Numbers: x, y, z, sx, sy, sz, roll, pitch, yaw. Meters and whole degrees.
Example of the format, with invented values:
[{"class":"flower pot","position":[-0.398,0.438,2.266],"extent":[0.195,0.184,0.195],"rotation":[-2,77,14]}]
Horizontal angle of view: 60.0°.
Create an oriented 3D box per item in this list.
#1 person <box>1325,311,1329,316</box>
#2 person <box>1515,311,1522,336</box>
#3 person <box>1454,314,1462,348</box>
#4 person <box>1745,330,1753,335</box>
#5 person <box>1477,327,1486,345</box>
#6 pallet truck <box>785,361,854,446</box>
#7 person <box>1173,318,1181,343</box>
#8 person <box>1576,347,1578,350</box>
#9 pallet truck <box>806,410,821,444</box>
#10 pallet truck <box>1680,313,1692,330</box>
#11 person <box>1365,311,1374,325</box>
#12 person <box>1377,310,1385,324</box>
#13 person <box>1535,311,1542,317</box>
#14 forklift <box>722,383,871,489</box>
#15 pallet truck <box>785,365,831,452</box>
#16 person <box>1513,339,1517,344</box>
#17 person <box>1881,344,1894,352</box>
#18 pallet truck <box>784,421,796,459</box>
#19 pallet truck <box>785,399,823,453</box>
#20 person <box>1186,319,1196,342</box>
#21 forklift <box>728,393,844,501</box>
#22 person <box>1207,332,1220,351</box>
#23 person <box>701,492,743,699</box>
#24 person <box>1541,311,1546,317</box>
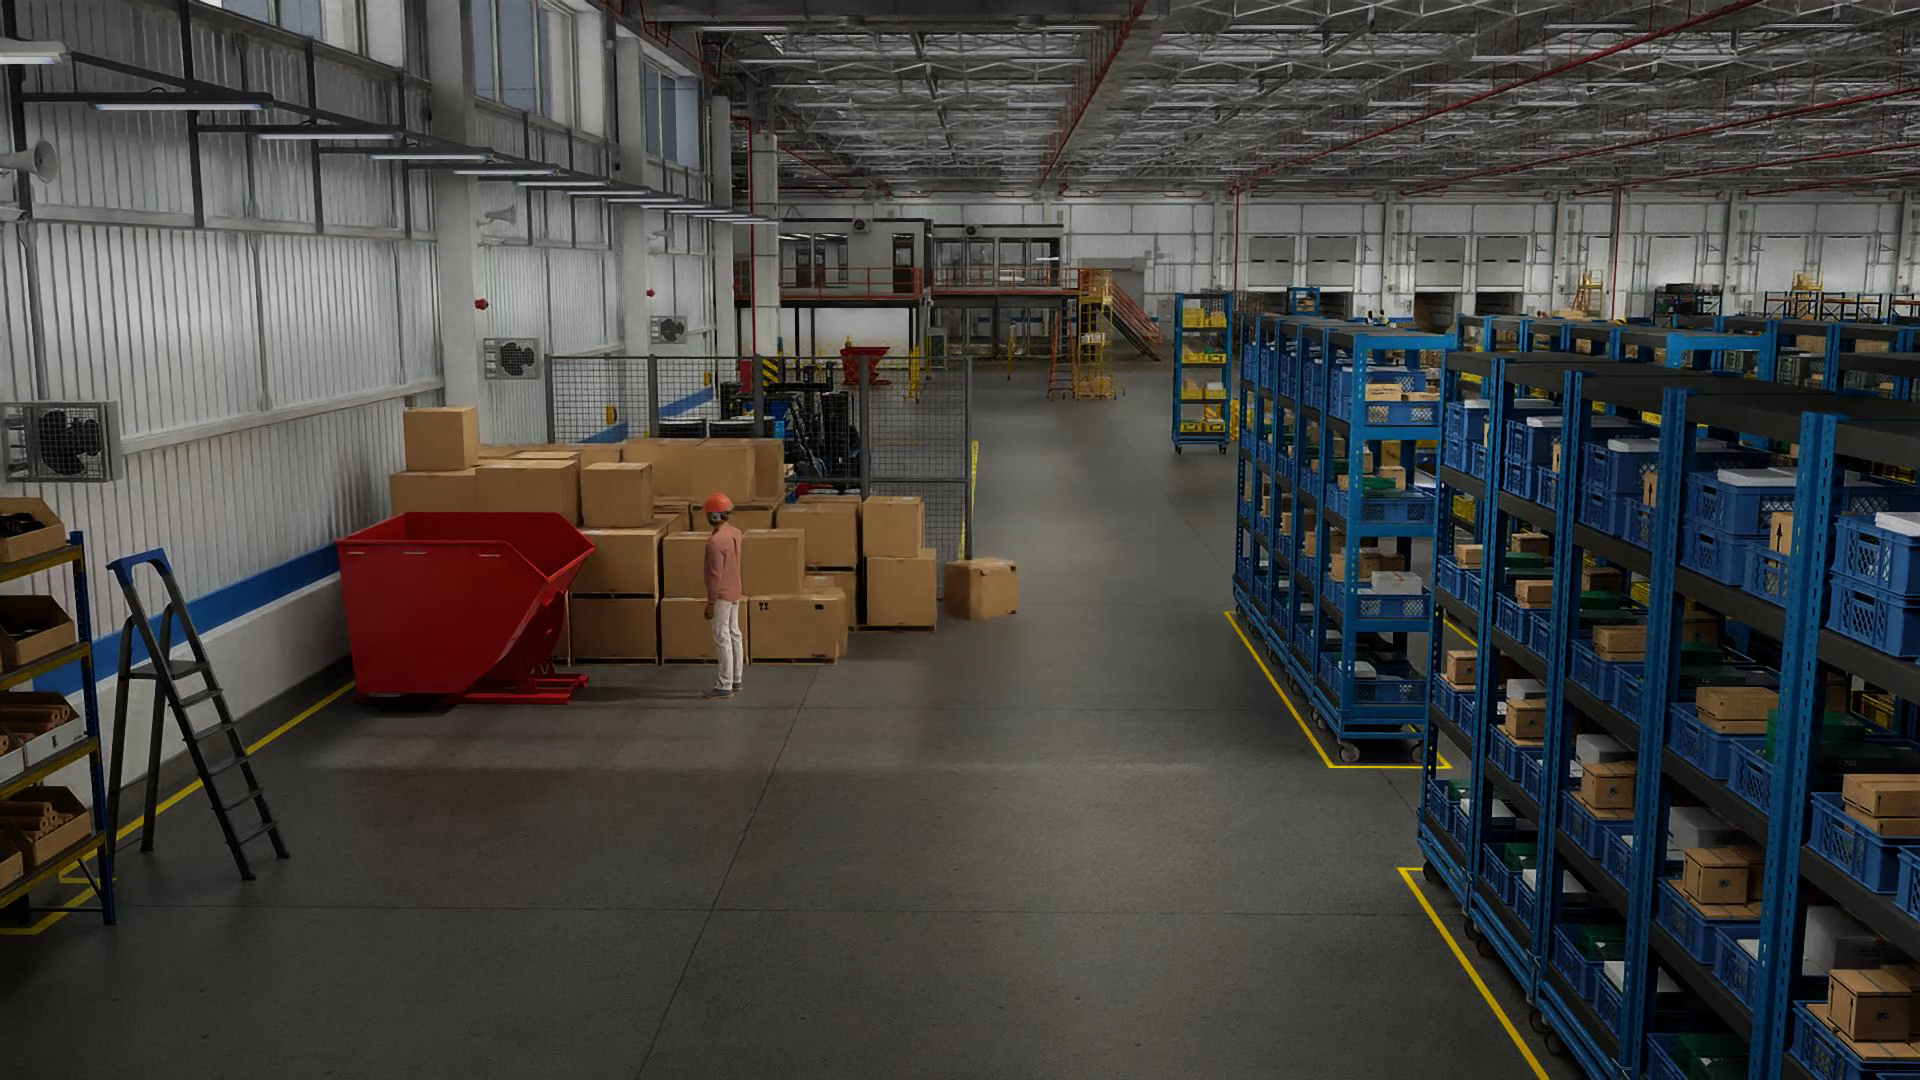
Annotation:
[{"class":"person","position":[20.996,-12.197,95.062],"extent":[0.971,1.819,0.554],"rotation":[4,10,24]},{"class":"person","position":[30.169,-11.370,89.661],"extent":[0.376,1.918,0.584],"rotation":[-6,11,-33]},{"class":"person","position":[25.277,-10.495,84.287],"extent":[0.538,1.912,0.595],"rotation":[-2,9,-9]},{"class":"person","position":[34.635,-8.761,73.187],"extent":[0.536,2.000,0.674],"rotation":[-1,9,-8]},{"class":"person","position":[24.817,-9.584,78.933],"extent":[1.003,1.829,0.604],"rotation":[3,10,16]},{"class":"pallet truck","position":[-3.410,-3.193,38.978],"extent":[1.885,1.965,0.823],"rotation":[0,9,-1]},{"class":"person","position":[10.534,-9.832,80.396],"extent":[0.520,1.844,0.331],"rotation":[-7,11,-36]},{"class":"person","position":[20.645,-5.738,55.922],"extent":[0.513,1.590,0.846],"rotation":[8,12,42]},{"class":"pallet truck","position":[-3.559,-2.018,33.905],"extent":[1.522,1.261,0.704],"rotation":[0,9,-1]},{"class":"pallet truck","position":[36.315,-10.531,84.244],"extent":[0.823,1.965,1.885],"rotation":[-6,11,-33]},{"class":"person","position":[22.169,-11.433,90.050],"extent":[0.591,1.919,0.390],"rotation":[-8,12,-39]},{"class":"person","position":[24.232,-12.301,95.639],"extent":[0.430,1.844,0.624],"rotation":[0,9,-2]},{"class":"person","position":[32.095,-11.779,92.289],"extent":[0.572,1.883,0.354],"rotation":[9,13,44]},{"class":"forklift","position":[-2.893,-1.687,28.729],"extent":[2.680,1.987,1.157],"rotation":[0,9,-1]},{"class":"pallet truck","position":[-3.774,-2.976,37.635],"extent":[1.885,1.965,0.823],"rotation":[1,9,5]},{"class":"person","position":[18.887,-5.894,56.194],"extent":[0.518,1.812,0.605],"rotation":[-2,9,-13]},{"class":"person","position":[33.746,-6.521,60.488],"extent":[0.659,1.682,0.386],"rotation":[7,12,37]},{"class":"pallet truck","position":[-4.013,-1.793,32.705],"extent":[1.601,1.201,0.680],"rotation":[0,9,1]},{"class":"pallet truck","position":[-3.814,-2.432,36.419],"extent":[1.630,1.274,0.653],"rotation":[0,9,1]},{"class":"person","position":[13.201,-12.252,95.166],"extent":[0.619,1.910,0.991],"rotation":[0,9,-1]},{"class":"forklift","position":[-2.979,-1.316,26.476],"extent":[2.680,1.987,1.157],"rotation":[0,9,1]},{"class":"person","position":[12.138,-9.747,79.717],"extent":[0.613,1.896,0.716],"rotation":[0,9,-2]},{"class":"person","position":[-2.289,0.532,16.002],"extent":[0.375,1.997,0.608],"rotation":[2,10,14]},{"class":"person","position":[31.756,-11.513,90.686],"extent":[1.024,1.877,0.553],"rotation":[-8,12,-41]}]
